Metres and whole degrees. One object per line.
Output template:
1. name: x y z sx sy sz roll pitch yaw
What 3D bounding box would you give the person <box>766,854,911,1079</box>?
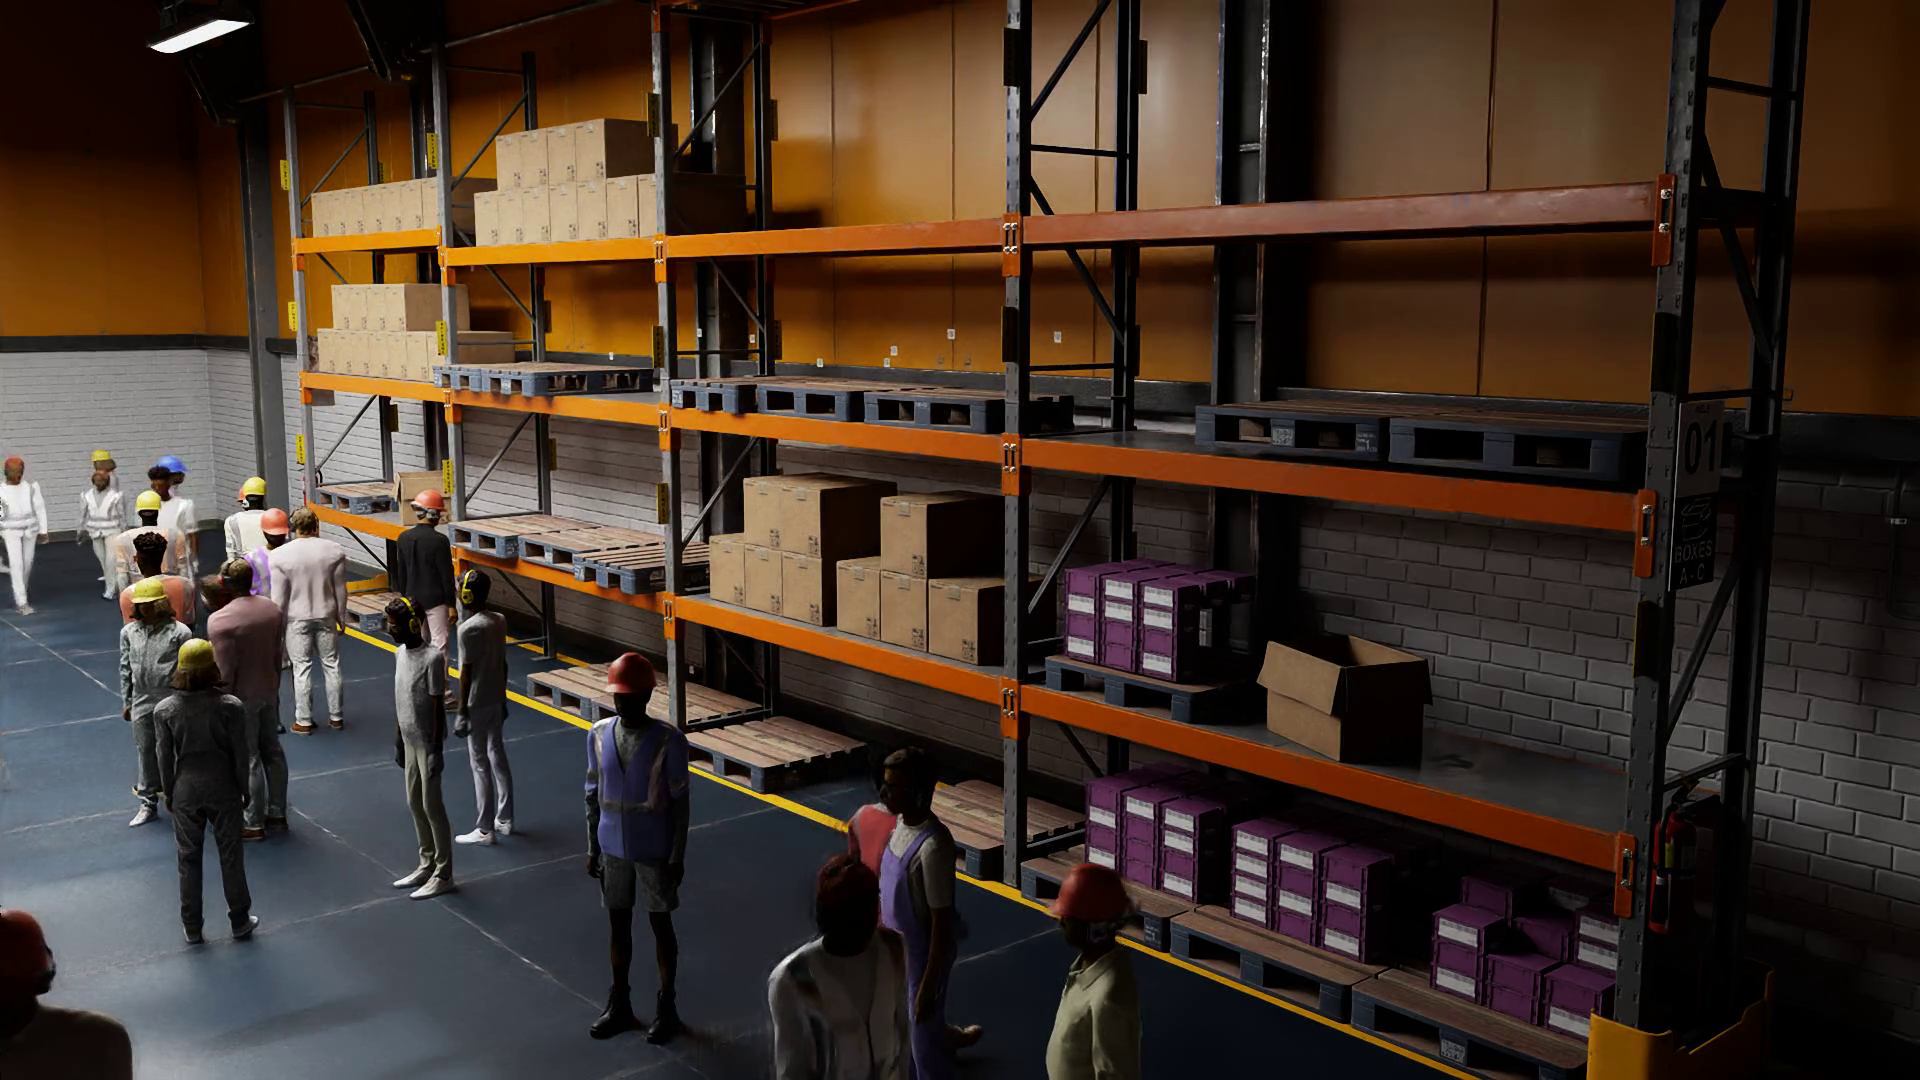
1. person: -0.406 1.926 5.540 0.569 1.871 0.494 -7 11 -40

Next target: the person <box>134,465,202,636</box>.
1. person: -8.268 0.178 17.388 0.627 1.952 0.489 -2 8 -15

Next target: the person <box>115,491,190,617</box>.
1. person: -7.348 0.512 15.177 0.594 1.926 0.366 -4 9 -27

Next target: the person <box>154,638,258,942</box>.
1. person: -4.303 1.421 9.497 0.485 1.745 0.290 -2 8 -15

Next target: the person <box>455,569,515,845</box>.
1. person: -3.222 1.120 11.200 0.315 1.861 0.515 2 8 15

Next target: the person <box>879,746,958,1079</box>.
1. person: -0.190 1.751 6.856 0.345 1.846 0.507 -3 9 -20

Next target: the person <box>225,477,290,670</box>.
1. person: -6.880 0.343 16.352 0.587 1.928 0.362 -3 9 -17

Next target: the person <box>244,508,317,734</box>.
1. person: -5.728 0.679 14.040 0.550 1.925 0.392 -7 11 -42

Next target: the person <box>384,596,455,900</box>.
1. person: -3.334 1.262 10.227 0.531 1.855 0.349 8 11 42

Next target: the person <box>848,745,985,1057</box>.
1. person: -0.260 1.738 7.635 0.934 1.633 0.535 -5 10 -31

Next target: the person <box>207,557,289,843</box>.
1. person: -4.815 1.074 11.236 0.374 1.939 0.629 2 9 16

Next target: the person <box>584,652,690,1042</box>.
1. person: -1.603 1.507 8.216 0.546 1.942 0.352 2 8 13

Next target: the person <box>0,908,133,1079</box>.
1. person: -2.646 1.990 4.721 0.627 1.986 0.409 -3 9 -21

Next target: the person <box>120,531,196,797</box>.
1. person: -5.919 0.908 12.289 0.367 1.966 0.607 3 9 22

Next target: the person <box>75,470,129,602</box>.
1. person: -10.421 -0.043 20.195 0.533 1.595 0.861 -1 8 -5

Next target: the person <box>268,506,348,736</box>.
1. person: -5.467 0.678 13.987 0.627 1.940 0.371 -6 10 -36

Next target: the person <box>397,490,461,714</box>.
1. person: -4.681 0.549 14.724 0.611 1.985 0.393 4 9 27

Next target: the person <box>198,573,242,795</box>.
1. person: -4.919 1.116 11.309 0.398 1.838 0.587 -3 9 -19

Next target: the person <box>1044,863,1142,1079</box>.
1. person: 0.470 1.970 5.727 0.414 1.763 0.575 0 8 -2

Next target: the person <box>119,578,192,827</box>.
1. person: -5.575 1.125 11.555 0.493 1.743 0.295 -1 8 -7

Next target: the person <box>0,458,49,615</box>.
1. person: -11.094 -0.065 19.596 1.011 1.815 0.562 7 11 41

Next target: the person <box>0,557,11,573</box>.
1. person: -12.983 -0.447 21.994 0.600 1.895 0.756 7 10 38

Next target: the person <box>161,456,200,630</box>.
1. person: -8.685 0.045 18.400 0.418 1.941 0.633 -5 9 -29

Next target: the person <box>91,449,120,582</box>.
1. person: -11.067 -0.315 21.628 0.321 1.722 0.503 -7 11 -41
